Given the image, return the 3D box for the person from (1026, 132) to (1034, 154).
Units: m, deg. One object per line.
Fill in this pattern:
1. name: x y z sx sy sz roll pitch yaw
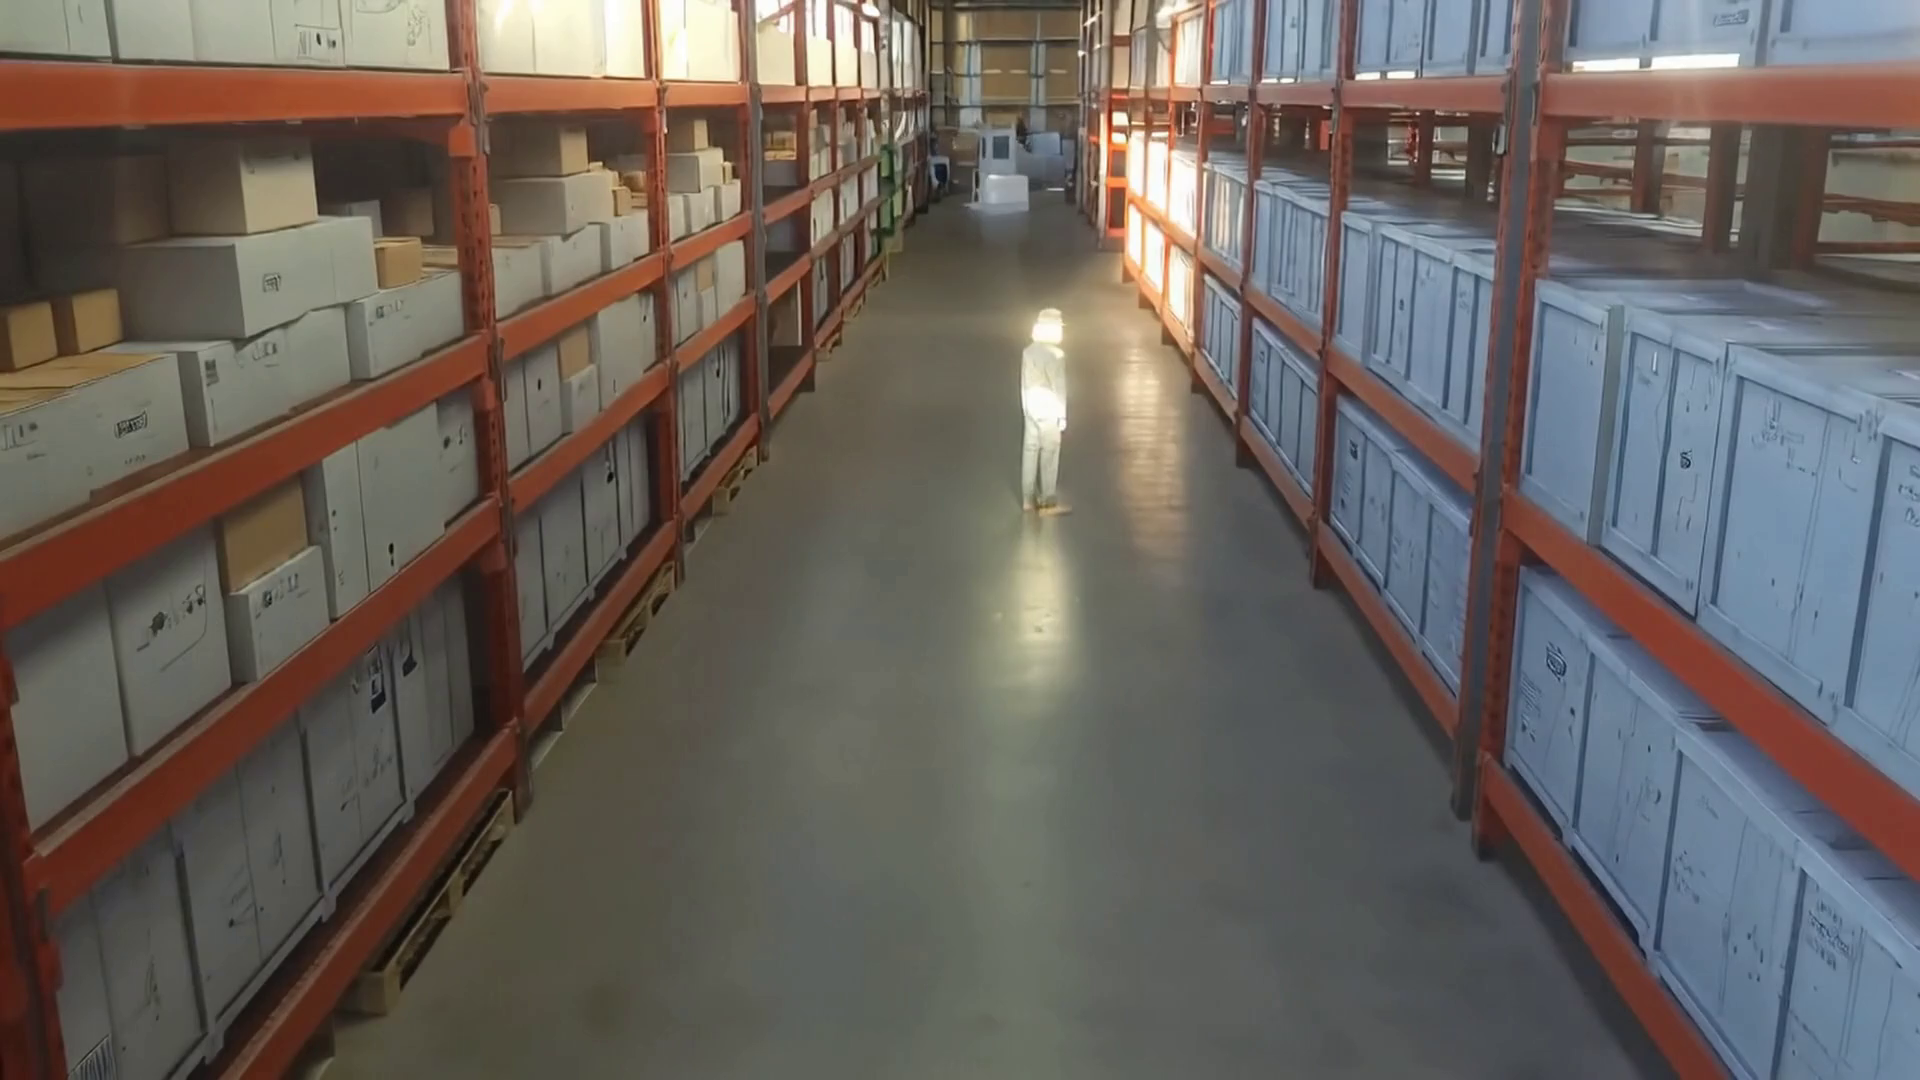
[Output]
1. person: 2.984 -16.021 69.271 0.970 1.909 0.635 -2 15 -6

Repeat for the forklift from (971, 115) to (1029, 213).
1. forklift: 1.228 -11.198 49.456 1.129 2.768 1.873 -6 16 -23

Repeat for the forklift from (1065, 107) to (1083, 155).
1. forklift: 5.339 -18.612 77.042 1.129 2.768 1.873 -7 17 -24

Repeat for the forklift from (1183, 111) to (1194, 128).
1. forklift: 8.184 -14.518 61.808 1.129 2.768 1.873 0 15 1

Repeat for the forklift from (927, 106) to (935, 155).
1. forklift: -1.956 -20.535 84.195 1.129 2.768 1.873 -4 15 -13

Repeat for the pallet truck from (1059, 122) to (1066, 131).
1. pallet truck: 5.788 -21.111 88.014 1.885 1.965 0.823 5 16 18

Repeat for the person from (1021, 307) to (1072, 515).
1. person: 0.727 -1.084 13.994 0.320 1.737 0.487 -13 20 -39
